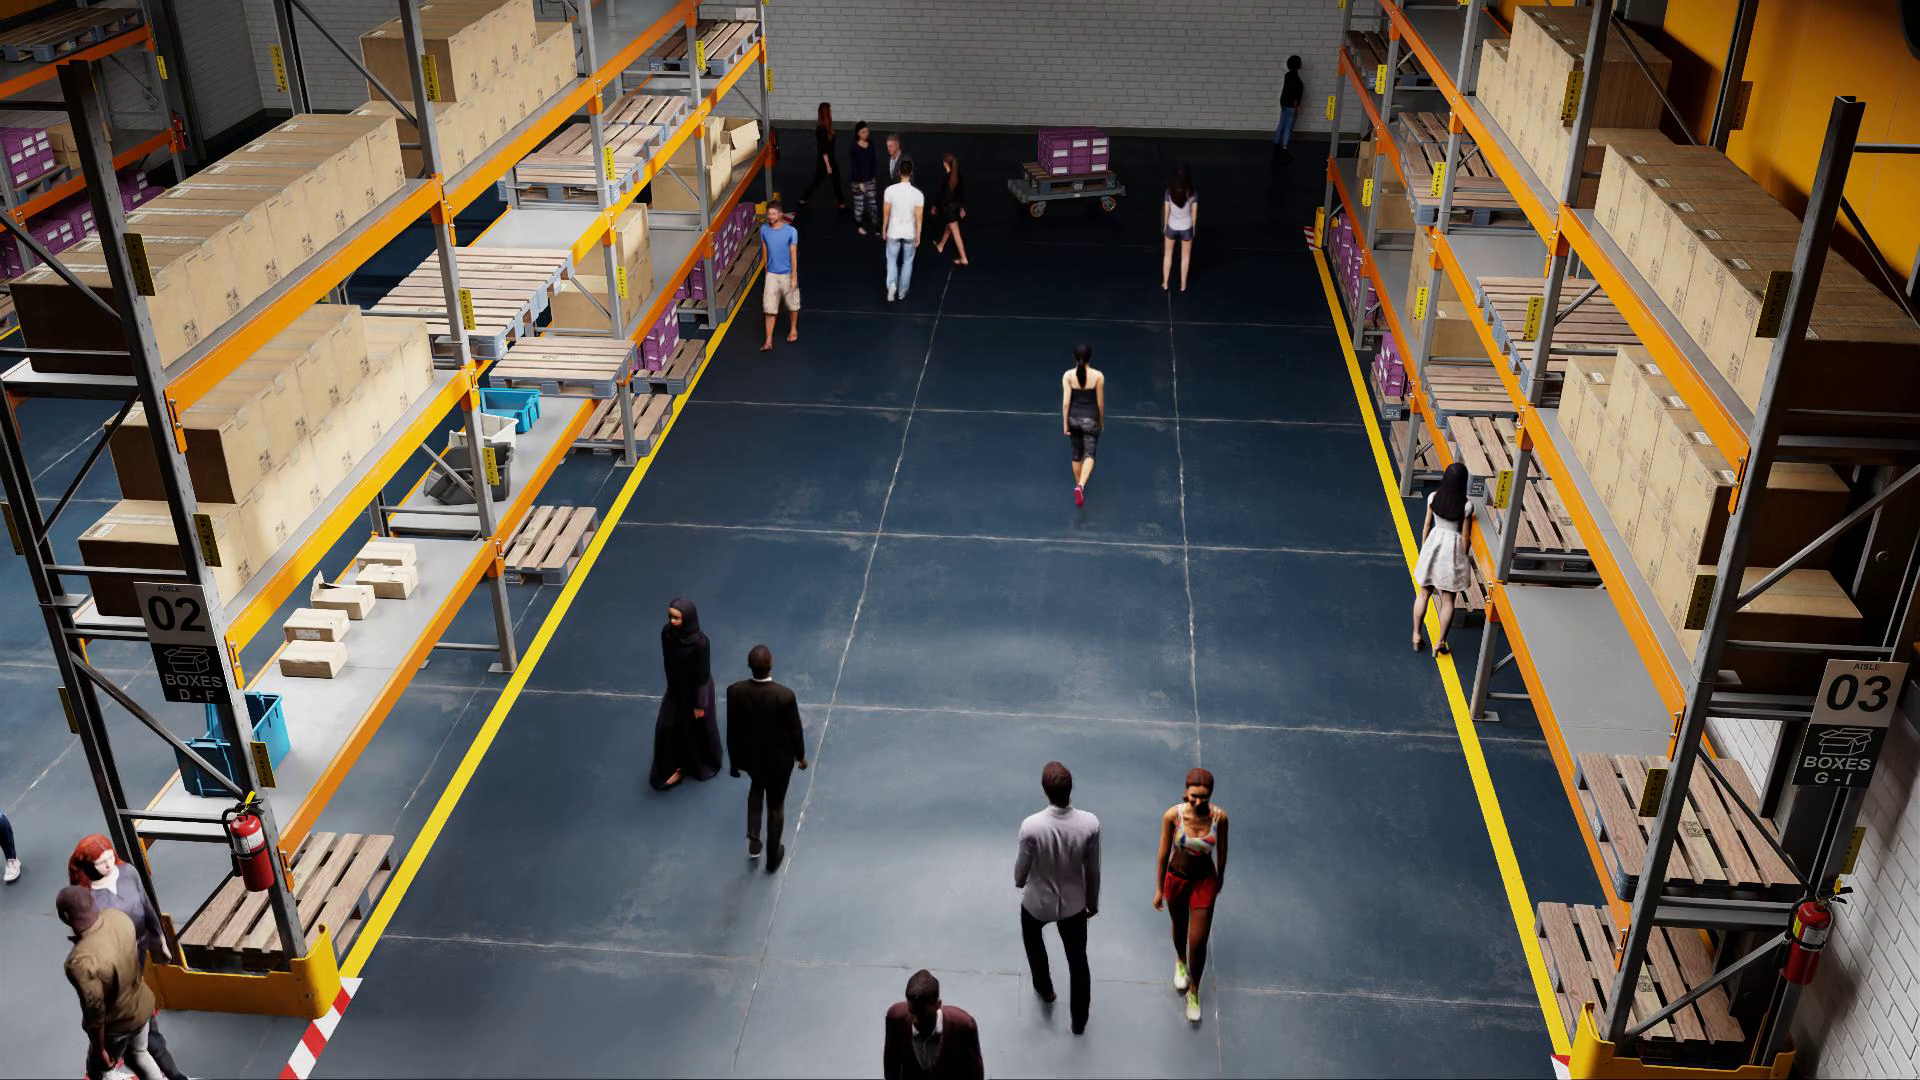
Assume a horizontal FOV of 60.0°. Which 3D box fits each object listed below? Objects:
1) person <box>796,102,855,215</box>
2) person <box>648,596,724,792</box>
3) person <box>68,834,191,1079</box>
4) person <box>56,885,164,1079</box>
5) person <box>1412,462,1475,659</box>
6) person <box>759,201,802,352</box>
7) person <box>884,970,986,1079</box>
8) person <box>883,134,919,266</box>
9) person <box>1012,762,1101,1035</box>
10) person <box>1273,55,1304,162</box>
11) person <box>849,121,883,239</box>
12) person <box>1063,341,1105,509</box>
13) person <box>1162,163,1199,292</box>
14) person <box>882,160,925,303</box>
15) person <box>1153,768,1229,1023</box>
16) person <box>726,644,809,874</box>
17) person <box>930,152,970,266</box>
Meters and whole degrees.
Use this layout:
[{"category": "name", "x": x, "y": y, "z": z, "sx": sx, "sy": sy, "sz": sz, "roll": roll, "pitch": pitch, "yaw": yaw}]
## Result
[{"category": "person", "x": -2.104, "y": -5.662, "z": 24.857, "sx": 0.768, "sy": 1.677, "sz": 1.118, "roll": 5, "pitch": 29, "yaw": 10}, {"category": "person", "x": -1.987, "y": 1.087, "z": 12.553, "sx": 0.863, "sy": 1.611, "sz": 1.008, "roll": 17, "pitch": 33, "yaw": 28}, {"category": "person", "x": -5.057, "y": 2.444, "z": 9.924, "sx": 0.876, "sy": 1.747, "sz": 1.030, "roll": 13, "pitch": 31, "yaw": 23}, {"category": "person", "x": -4.677, "y": 2.699, "z": 9.396, "sx": 0.789, "sy": 1.805, "sz": 0.547, "roll": 1, "pitch": 29, "yaw": 1}, {"category": "person", "x": 4.094, "y": 0.162, "z": 14.084, "sx": 0.778, "sy": 1.769, "sz": 0.806, "roll": 20, "pitch": 34, "yaw": 32}, {"category": "person", "x": -2.147, "y": -3.257, "z": 20.295, "sx": 0.714, "sy": 1.824, "sz": 1.169, "roll": 4, "pitch": 29, "yaw": 8}, {"category": "person", "x": -0.130, "y": 2.947, "z": 8.918, "sx": 0.728, "sy": 1.827, "sz": 1.049, "roll": 0, "pitch": 29, "yaw": 0}, {"category": "person", "x": -0.728, "y": -4.751, "z": 23.045, "sx": 0.937, "sy": 1.813, "sz": 0.862, "roll": -22, "pitch": 36, "yaw": -34}, {"category": "person", "x": 0.582, "y": 2.253, "z": 10.204, "sx": 0.805, "sy": 1.813, "sz": 0.863, "roll": -2, "pitch": 29, "yaw": -3}, {"category": "person", "x": 5.460, "y": -7.179, "z": 27.624, "sx": 0.729, "sy": 1.691, "sz": 0.621, "roll": -9, "pitch": 30, "yaw": -16}, {"category": "person", "x": -1.444, "y": -5.221, "z": 24.022, "sx": 0.894, "sy": 1.702, "sz": 1.009, "roll": -16, "pitch": 32, "yaw": -27}, {"category": "person", "x": 1.217, "y": -1.112, "z": 16.481, "sx": 0.642, "sy": 1.710, "sz": 0.975, "roll": 5, "pitch": 29, "yaw": 9}, {"category": "person", "x": 2.907, "y": -4.146, "z": 22.047, "sx": 0.612, "sy": 1.707, "sz": 0.555, "roll": 6, "pitch": 29, "yaw": 12}, {"category": "person", "x": -0.760, "y": -3.950, "z": 21.555, "sx": 0.702, "sy": 1.835, "sz": 0.888, "roll": 0, "pitch": 29, "yaw": 0}, {"category": "person", "x": 1.455, "y": 2.110, "z": 10.509, "sx": 0.609, "sy": 1.773, "sz": 0.810, "roll": 5, "pitch": 29, "yaw": 9}, {"category": "person", "x": -1.359, "y": 1.567, "z": 11.486, "sx": 0.713, "sy": 1.790, "sz": 0.660, "roll": 7, "pitch": 29, "yaw": 12}, {"category": "person", "x": -0.064, "y": -4.541, "z": 22.974, "sx": 1.007, "sy": 1.512, "sz": 1.096, "roll": -22, "pitch": 36, "yaw": -35}]
